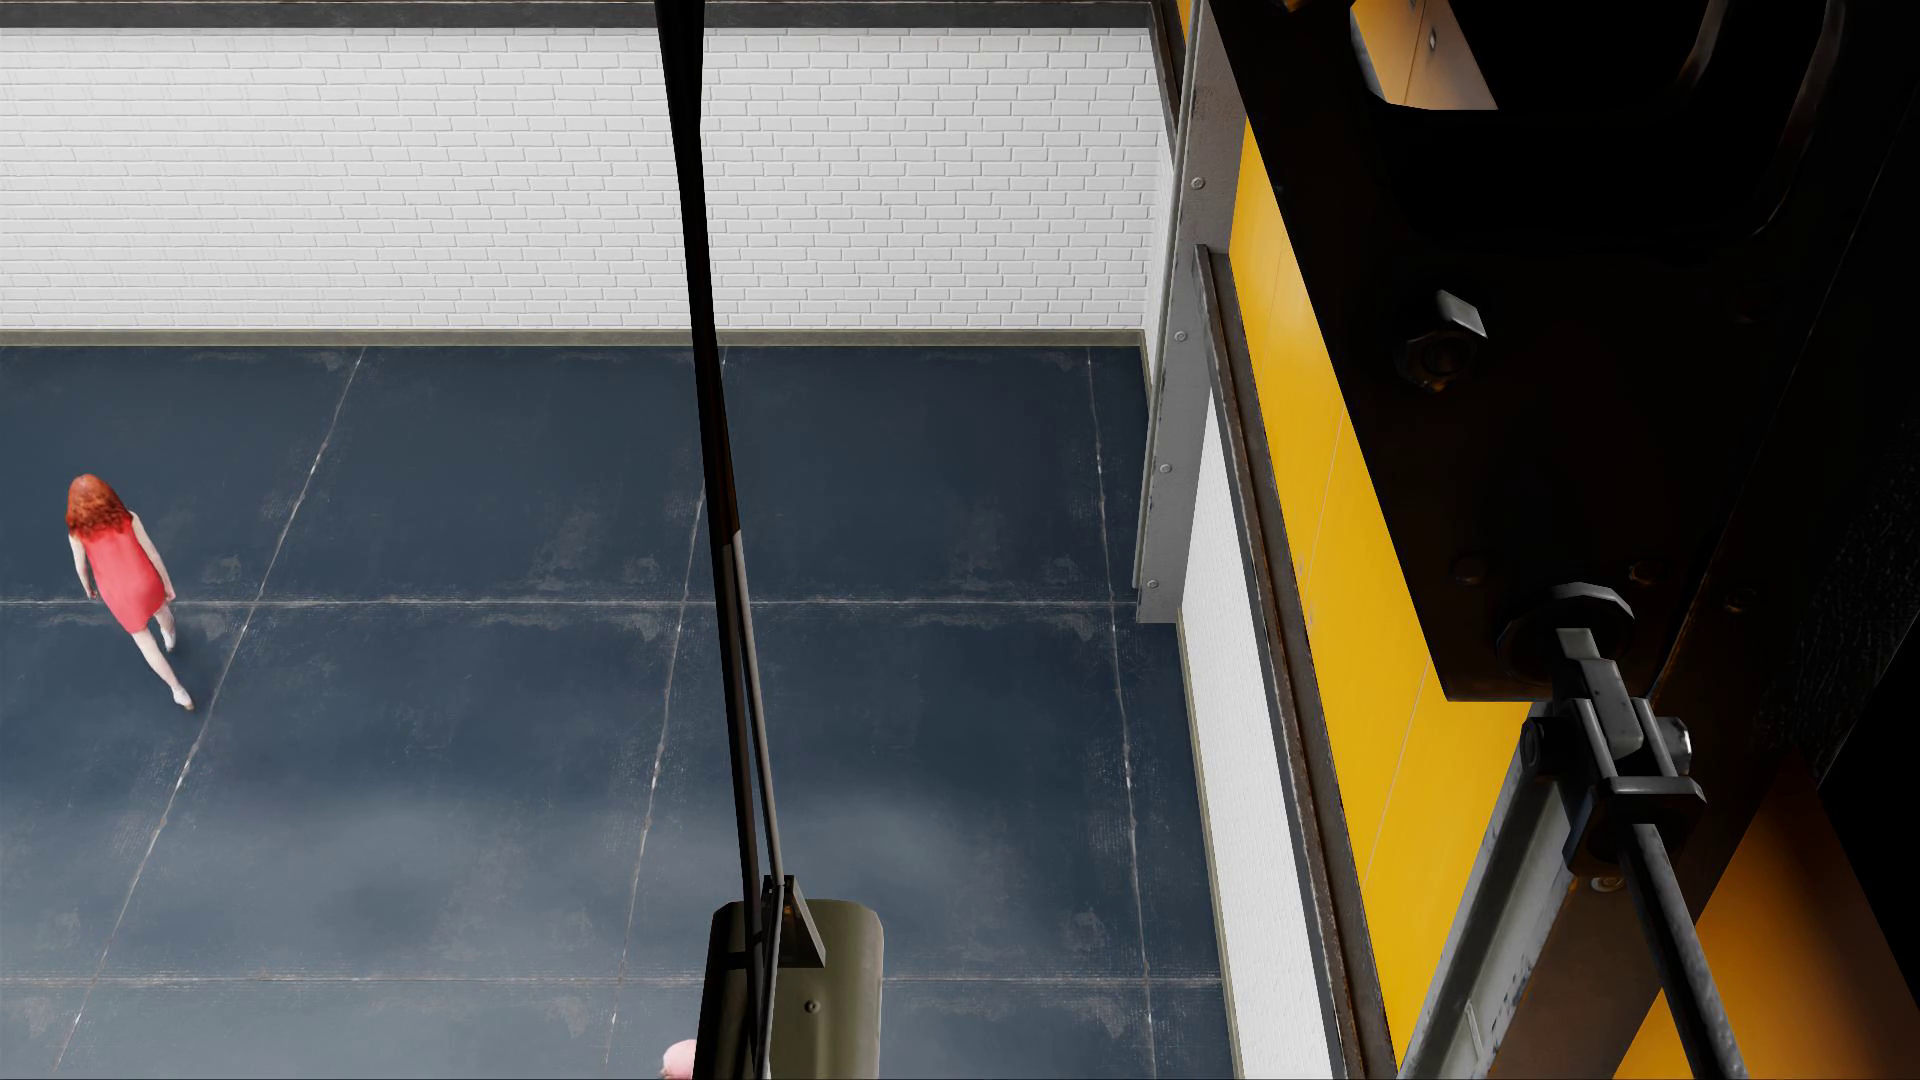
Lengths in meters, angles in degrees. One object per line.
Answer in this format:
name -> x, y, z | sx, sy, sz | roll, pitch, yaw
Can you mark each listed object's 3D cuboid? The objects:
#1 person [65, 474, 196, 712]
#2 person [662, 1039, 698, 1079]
person -> -5.142, 0.391, 10.404 | 1.000, 1.792, 1.131 | -28, 50, -26
person -> -1.185, 2.869, 7.794 | 0.739, 1.804, 0.605 | -10, 45, -11
